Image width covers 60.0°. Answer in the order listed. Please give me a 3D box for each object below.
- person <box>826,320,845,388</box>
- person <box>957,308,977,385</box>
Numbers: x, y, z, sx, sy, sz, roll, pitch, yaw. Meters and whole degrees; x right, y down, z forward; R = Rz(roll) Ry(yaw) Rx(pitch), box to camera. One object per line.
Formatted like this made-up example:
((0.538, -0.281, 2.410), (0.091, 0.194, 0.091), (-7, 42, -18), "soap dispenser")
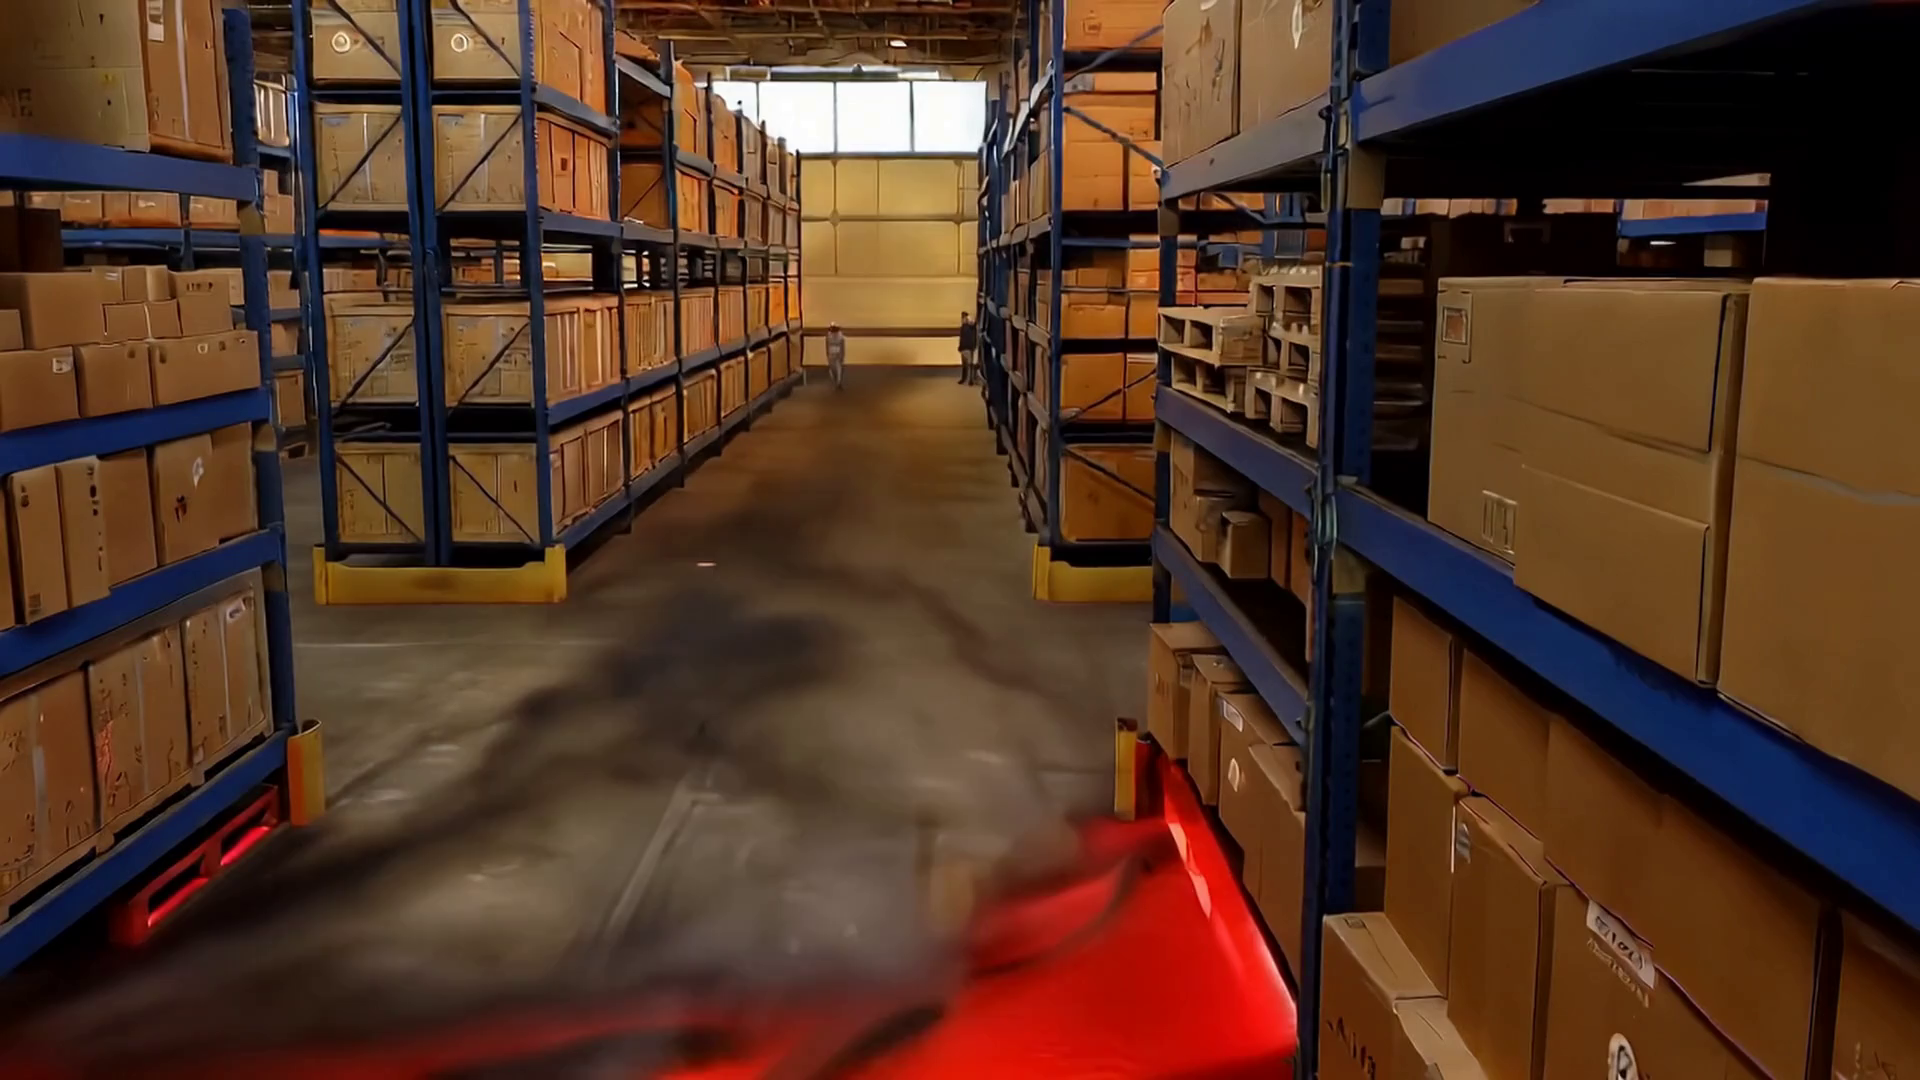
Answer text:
((-3.155, -4.689, 42.107), (0.504, 1.726, 0.503), (0, 9, -2), "person")
((0.190, -5.083, 43.726), (0.380, 1.996, 0.608), (-8, 12, -39), "person")
